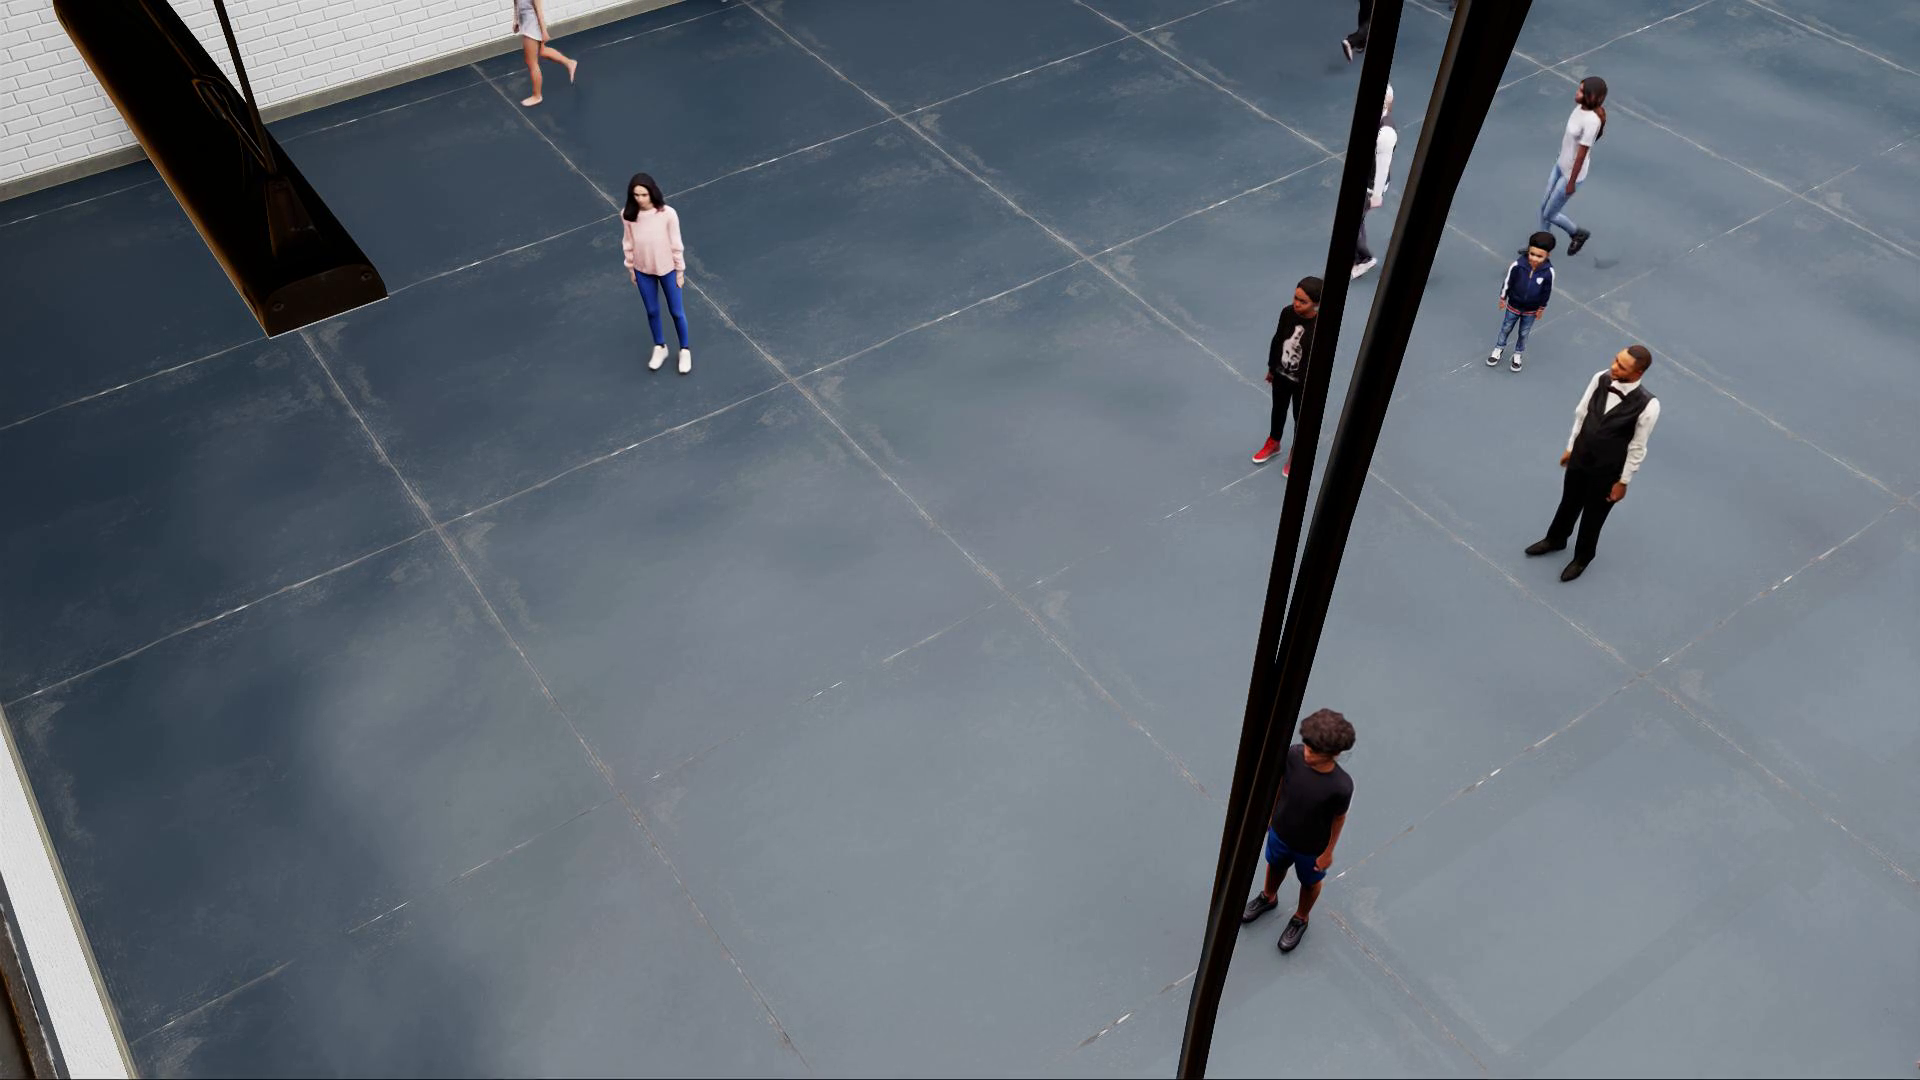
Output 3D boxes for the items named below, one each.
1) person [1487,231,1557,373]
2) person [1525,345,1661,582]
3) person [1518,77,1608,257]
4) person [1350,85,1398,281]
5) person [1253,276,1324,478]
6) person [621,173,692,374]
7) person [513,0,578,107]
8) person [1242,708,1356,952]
[{"bbox_3d":[4.442,-1.888,13.067,0.588,1.221,0.609,19,47,19],"label":"person"},{"bbox_3d":[4.307,-0.547,11.153,0.589,1.918,0.694,-23,48,-23],"label":"person"},{"bbox_3d":[5.177,-3.075,13.958,0.901,1.709,0.818,0,44,0],"label":"person"},{"bbox_3d":[3.424,-2.911,13.715,0.854,1.806,0.828,-2,44,-2],"label":"person"},{"bbox_3d":[2.432,-1.196,12.012,0.648,1.674,0.597,30,51,27],"label":"person"},{"bbox_3d":[-2.335,-2.079,12.872,0.710,1.766,0.776,6,44,6],"label":"person"},{"bbox_3d":[-4.066,-5.016,16.088,0.906,1.581,0.561,-25,49,-24],"label":"person"},{"bbox_3d":[1.869,1.554,9.034,0.642,1.799,0.636,33,53,30],"label":"person"}]
